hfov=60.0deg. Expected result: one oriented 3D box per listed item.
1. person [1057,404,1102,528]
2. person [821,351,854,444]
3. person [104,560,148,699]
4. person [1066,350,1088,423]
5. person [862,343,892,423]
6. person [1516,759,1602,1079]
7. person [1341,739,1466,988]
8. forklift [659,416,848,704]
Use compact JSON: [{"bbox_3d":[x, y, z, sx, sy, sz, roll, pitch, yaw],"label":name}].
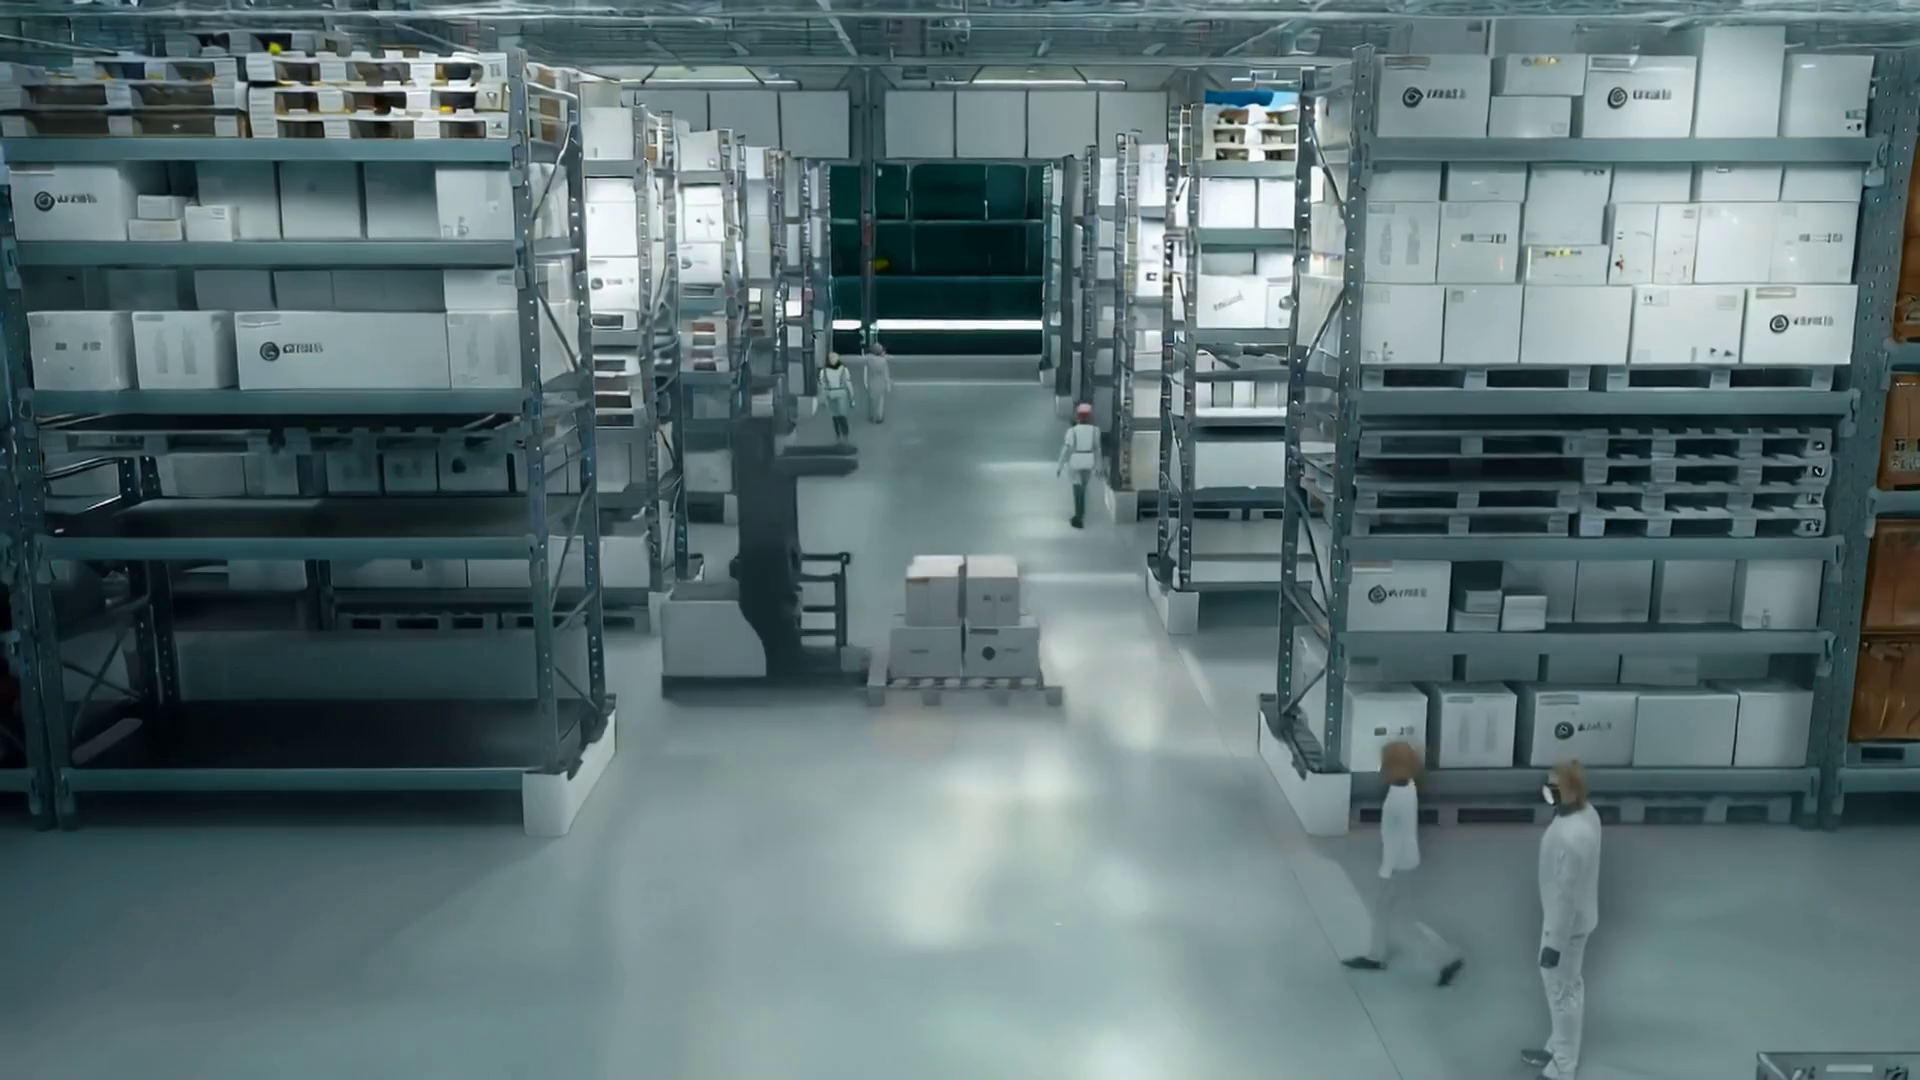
[{"bbox_3d":[1.839,-1.157,25.853,0.693,1.901,0.668,-3,12,-16],"label":"person"},{"bbox_3d":[-2.522,-2.880,34.138,0.667,2.008,0.472,1,11,4],"label":"person"},{"bbox_3d":[-8.296,0.835,16.506,0.317,1.695,0.540,-11,16,-43],"label":"person"},{"bbox_3d":[2.800,-3.552,37.936,0.846,1.810,0.580,2,12,9],"label":"person"},{"bbox_3d":[-1.888,-3.585,38.013,0.685,1.860,0.497,2,12,12],"label":"person"},{"bbox_3d":[3.383,2.159,9.347,0.372,1.940,0.631,5,12,23],"label":"person"},{"bbox_3d":[2.878,2.064,10.643,0.715,1.605,0.499,3,12,13],"label":"person"},{"bbox_3d":[-2.060,0.177,16.824,1.873,2.768,1.129,0,11,-1],"label":"forklift"}]
